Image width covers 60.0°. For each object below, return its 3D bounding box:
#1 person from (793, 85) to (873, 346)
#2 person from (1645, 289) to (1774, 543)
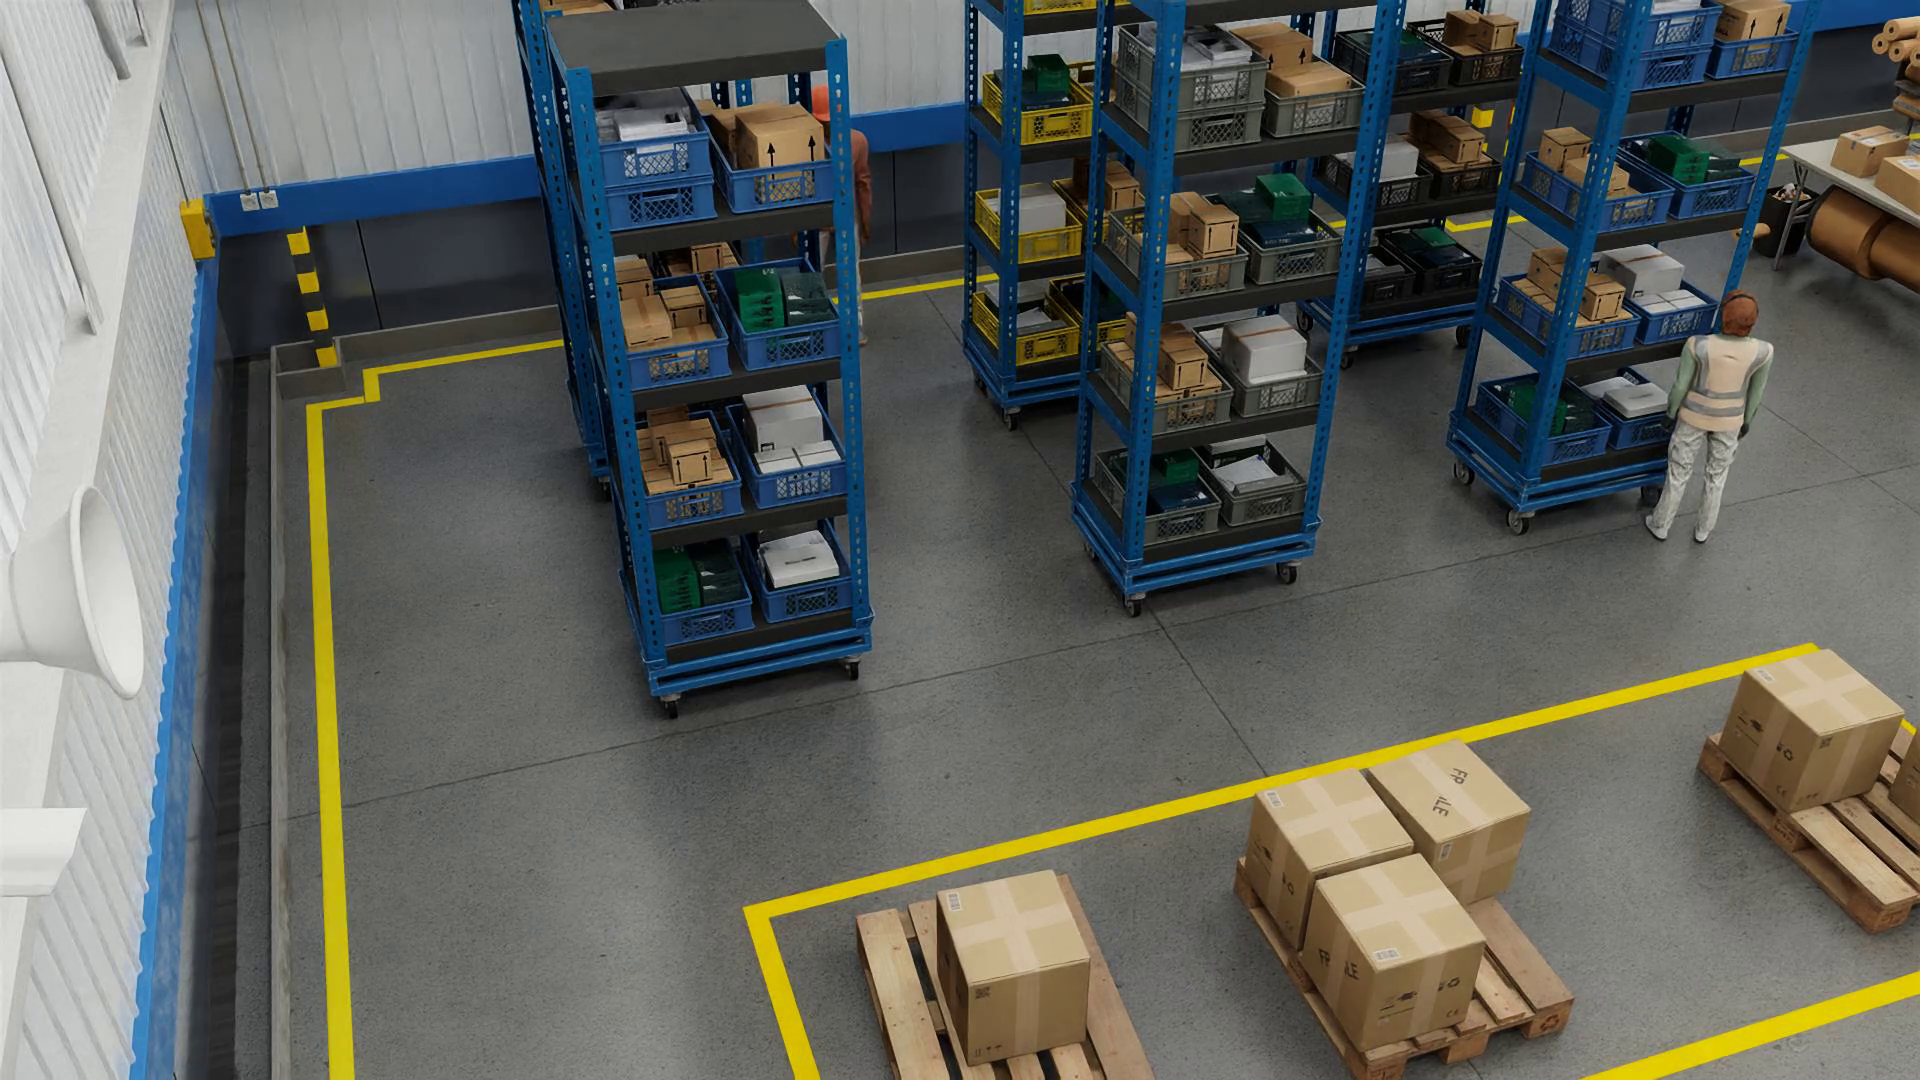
[{"bbox_3d":[-0.914,-2.262,11.768,0.615,1.983,0.417,-8,36,-12],"label":"person"},{"bbox_3d":[4.430,-0.709,9.855,0.515,1.641,0.315,7,36,9],"label":"person"}]
